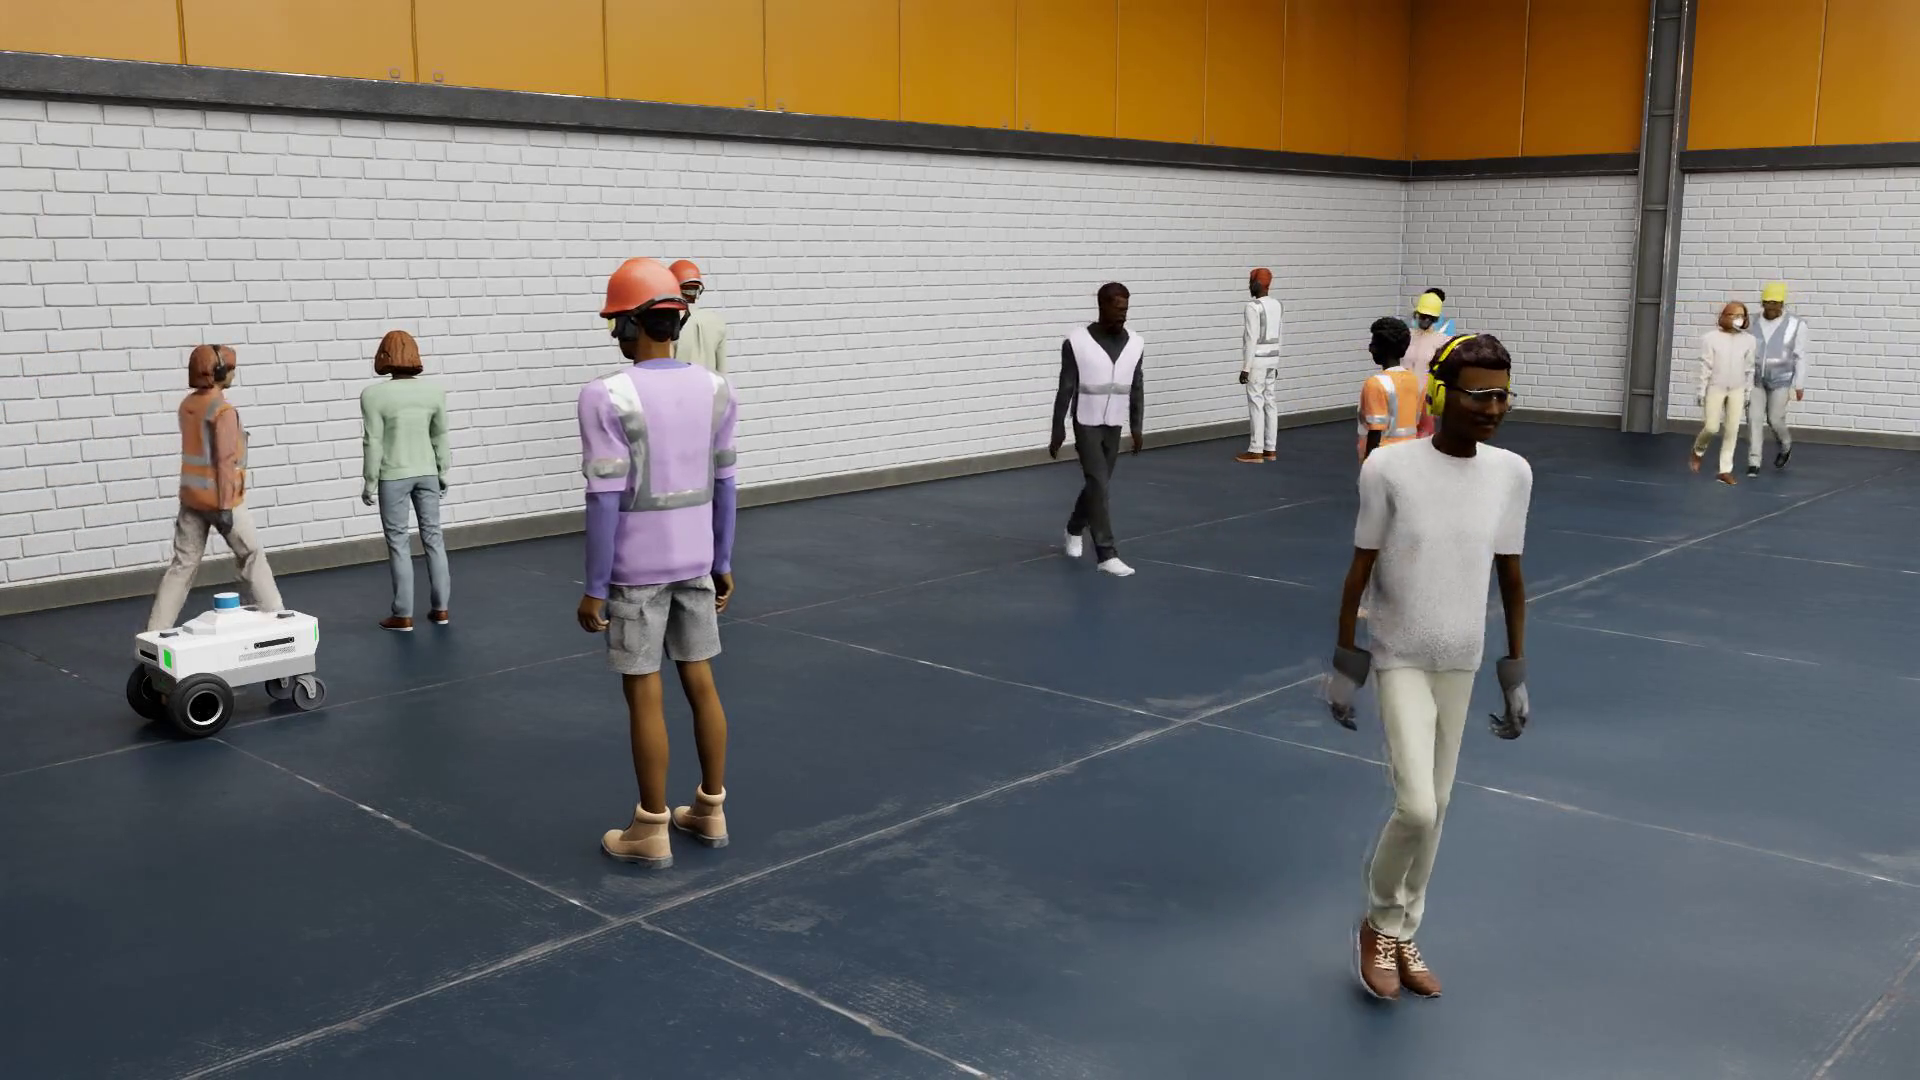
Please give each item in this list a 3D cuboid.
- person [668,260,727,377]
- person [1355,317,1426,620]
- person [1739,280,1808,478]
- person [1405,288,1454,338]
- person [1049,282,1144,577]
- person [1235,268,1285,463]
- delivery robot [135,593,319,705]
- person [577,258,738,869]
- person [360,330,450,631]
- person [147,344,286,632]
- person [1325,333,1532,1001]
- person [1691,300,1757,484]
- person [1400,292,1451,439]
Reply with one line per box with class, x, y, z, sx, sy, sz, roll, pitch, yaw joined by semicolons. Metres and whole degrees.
person;-1.855;-0.903;11.350;0.388;1.992;0.625;9;13;42
person;2.382;-0.392;9.292;0.316;1.695;0.542;9;13;42
person;7.435;-1.480;15.246;0.612;1.798;0.736;7;12;36
person;4.903;-1.814;17.440;0.549;1.661;0.489;3;11;19
person;0.867;-0.745;10.850;0.645;1.869;0.975;-5;11;-28
person;2.915;-1.692;16.158;0.341;1.883;0.587;9;13;42
delivery robot;-3.215;0.476;7.334;0.477;0.478;0.707;9;14;42
person;-1.034;0.080;5.622;0.385;2.039;0.616;9;13;42
person;-3.017;-0.322;9.071;0.265;1.632;0.509;9;13;42
person;-3.803;-0.197;8.470;0.515;1.596;0.858;7;12;35
person;1.300;0.366;4.542;0.531;1.844;0.495;-3;10;-15
person;6.769;-1.318;14.762;0.512;1.617;0.466;0;10;2
person;3.684;-1.115;13.310;0.551;1.717;0.553;6;12;31
